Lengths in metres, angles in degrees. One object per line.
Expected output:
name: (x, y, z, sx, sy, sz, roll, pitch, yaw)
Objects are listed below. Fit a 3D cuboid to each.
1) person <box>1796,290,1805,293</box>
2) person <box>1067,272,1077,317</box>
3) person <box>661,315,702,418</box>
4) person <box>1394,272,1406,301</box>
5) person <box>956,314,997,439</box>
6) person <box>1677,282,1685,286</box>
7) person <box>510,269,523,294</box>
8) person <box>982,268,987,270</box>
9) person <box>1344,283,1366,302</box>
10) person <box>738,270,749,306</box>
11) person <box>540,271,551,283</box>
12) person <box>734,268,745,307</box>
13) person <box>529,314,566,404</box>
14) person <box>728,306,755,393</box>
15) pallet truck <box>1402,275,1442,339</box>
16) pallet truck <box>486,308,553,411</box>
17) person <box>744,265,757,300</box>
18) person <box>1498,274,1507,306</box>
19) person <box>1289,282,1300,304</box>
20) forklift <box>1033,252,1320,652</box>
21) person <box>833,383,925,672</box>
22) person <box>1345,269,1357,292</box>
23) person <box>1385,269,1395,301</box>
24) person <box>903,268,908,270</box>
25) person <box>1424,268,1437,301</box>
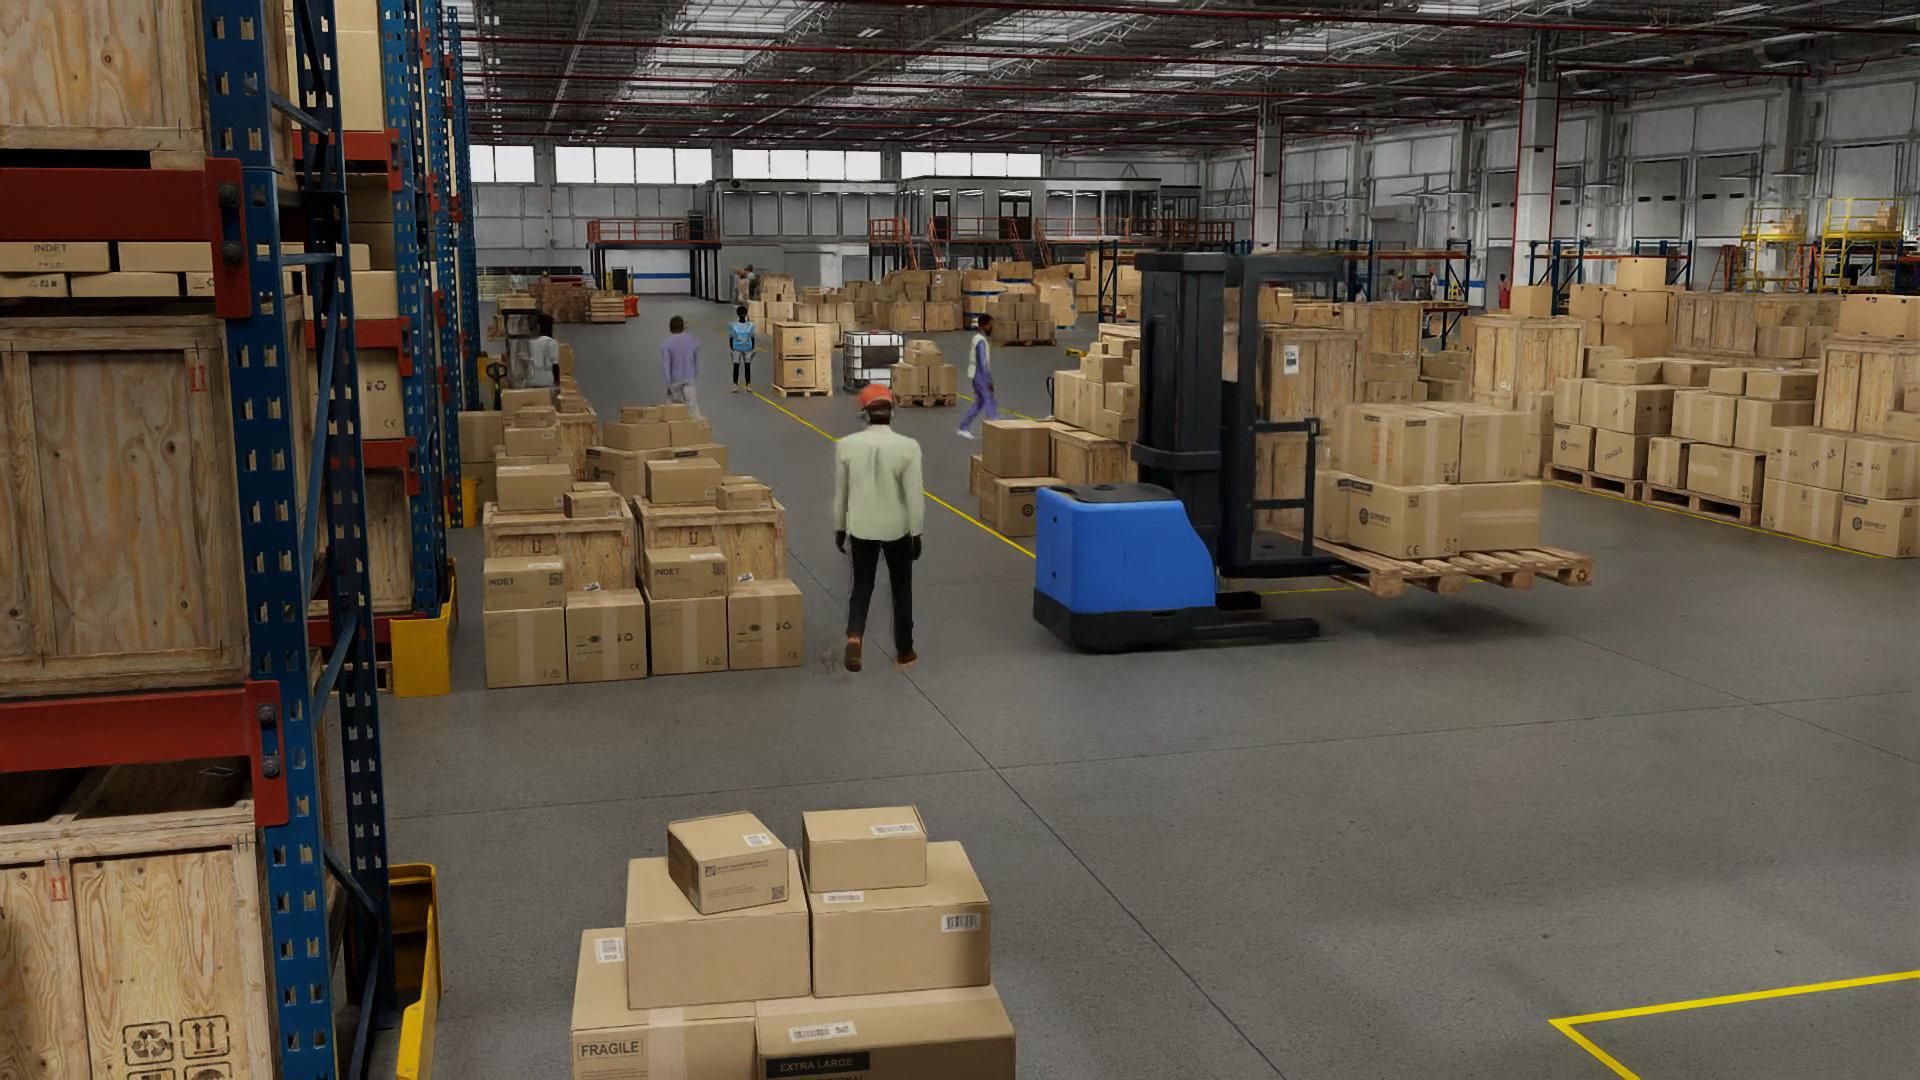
person: (18.187, -4.458, 36.094, 0.627, 1.936, 0.373, 1, 10, 4)
person: (4.519, -9.963, 67.604, 0.534, 1.811, 1.004, -6, 11, -29)
person: (-3.995, -2.290, 23.955, 0.633, 1.899, 1.007, -7, 12, -33)
person: (19.658, -11.097, 74.258, 0.529, 1.736, 0.843, 6, 12, 31)
person: (0.380, -2.402, 24.651, 0.826, 1.873, 0.654, 0, 10, -1)
person: (20.372, -6.341, 46.972, 0.575, 1.867, 0.636, -4, 11, -20)
person: (-20.828, -11.820, 78.077, 0.572, 1.838, 0.992, -2, 10, -12)
person: (1.108, -11.218, 74.399, 0.599, 1.917, 0.652, -7, 12, -33)
person: (11.487, -6.596, 48.571, 0.703, 1.809, 0.486, 1, 10, 8)
person: (-8.927, -10.217, 68.842, 0.541, 1.901, 0.959, 3, 11, 18)
person: (-18.902, -11.416, 75.989, 0.553, 1.746, 0.485, -5, 11, -27)
person: (-10.352, -11.870, 78.252, 0.591, 1.878, 1.005, -6, 11, -29)
person: (-5.675, -2.183, 23.250, 0.642, 1.917, 0.920, 8, 13, 38)
person: (-4.285, -3.746, 32.734, 0.530, 1.697, 0.321, -3, 10, -15)
pallet truck: (14.620, -7.324, 52.145, 0.823, 1.965, 1.885, 8, 13, 40)
pallet truck: (-6.242, -2.418, 24.362, 0.823, 1.965, 1.885, 1, 10, 3)
person: (-9.590, -11.603, 76.250, 0.536, 2.000, 0.682, -10, 14, -43)
person: (23.296, -10.586, 71.466, 0.317, 1.696, 0.540, -2, 10, -10)
person: (16.701, -12.685, 82.684, 0.659, 1.930, 0.596, 3, 10, 15)
forklift: (1.563, -0.697, 12.123, 1.873, 2.768, 1.129, -3, 10, -15)
person: (-0.556, -0.060, 11.136, 0.659, 1.961, 0.707, 2, 10, 9)
person: (18.106, -11.677, 77.181, 0.867, 1.874, 0.673, 9, 13, 40)
person: (20.256, -11.774, 77.897, 0.859, 1.805, 0.640, 5, 11, 24)
person: (-2.153, -9.564, 64.741, 0.425, 2.033, 0.647, -9, 14, -42)
person: (21.356, -11.414, 75.581, 0.550, 1.905, 0.779, 1, 10, 5)
